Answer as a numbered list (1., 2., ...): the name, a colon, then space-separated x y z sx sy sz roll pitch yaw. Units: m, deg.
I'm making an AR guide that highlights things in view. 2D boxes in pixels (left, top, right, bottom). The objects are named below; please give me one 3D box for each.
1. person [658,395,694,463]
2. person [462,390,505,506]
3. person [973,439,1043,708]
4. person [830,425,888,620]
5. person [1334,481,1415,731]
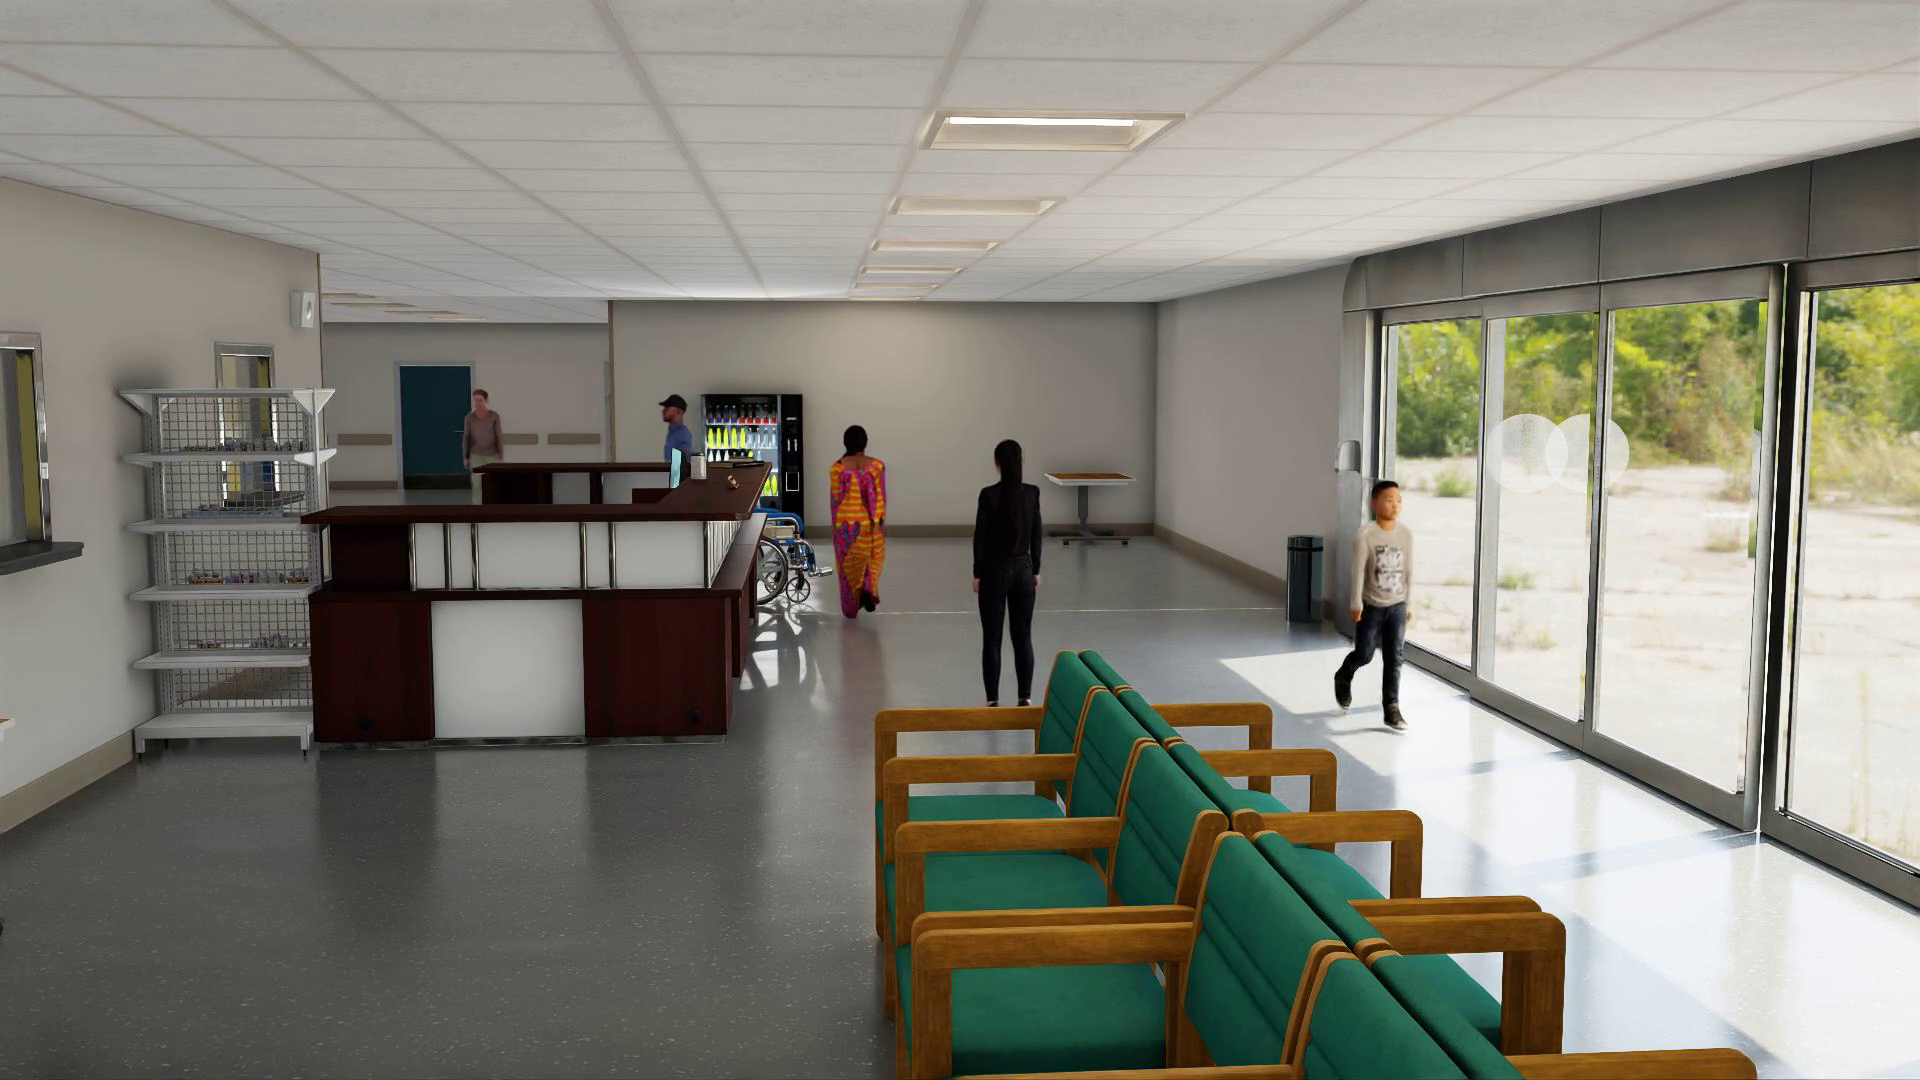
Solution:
1. person: -2.607 -0.447 16.056 1.196 1.859 0.895 -3 6 -24
2. person: -6.360 -1.069 22.269 0.884 1.852 0.774 -1 6 -8
3. person: 0.287 0.251 9.849 0.495 1.713 0.675 -2 6 -17
4. person: -0.859 -0.150 14.117 0.776 1.656 0.705 0 6 -3
5. person: 2.471 0.378 9.890 0.847 1.450 0.710 -2 6 -16
